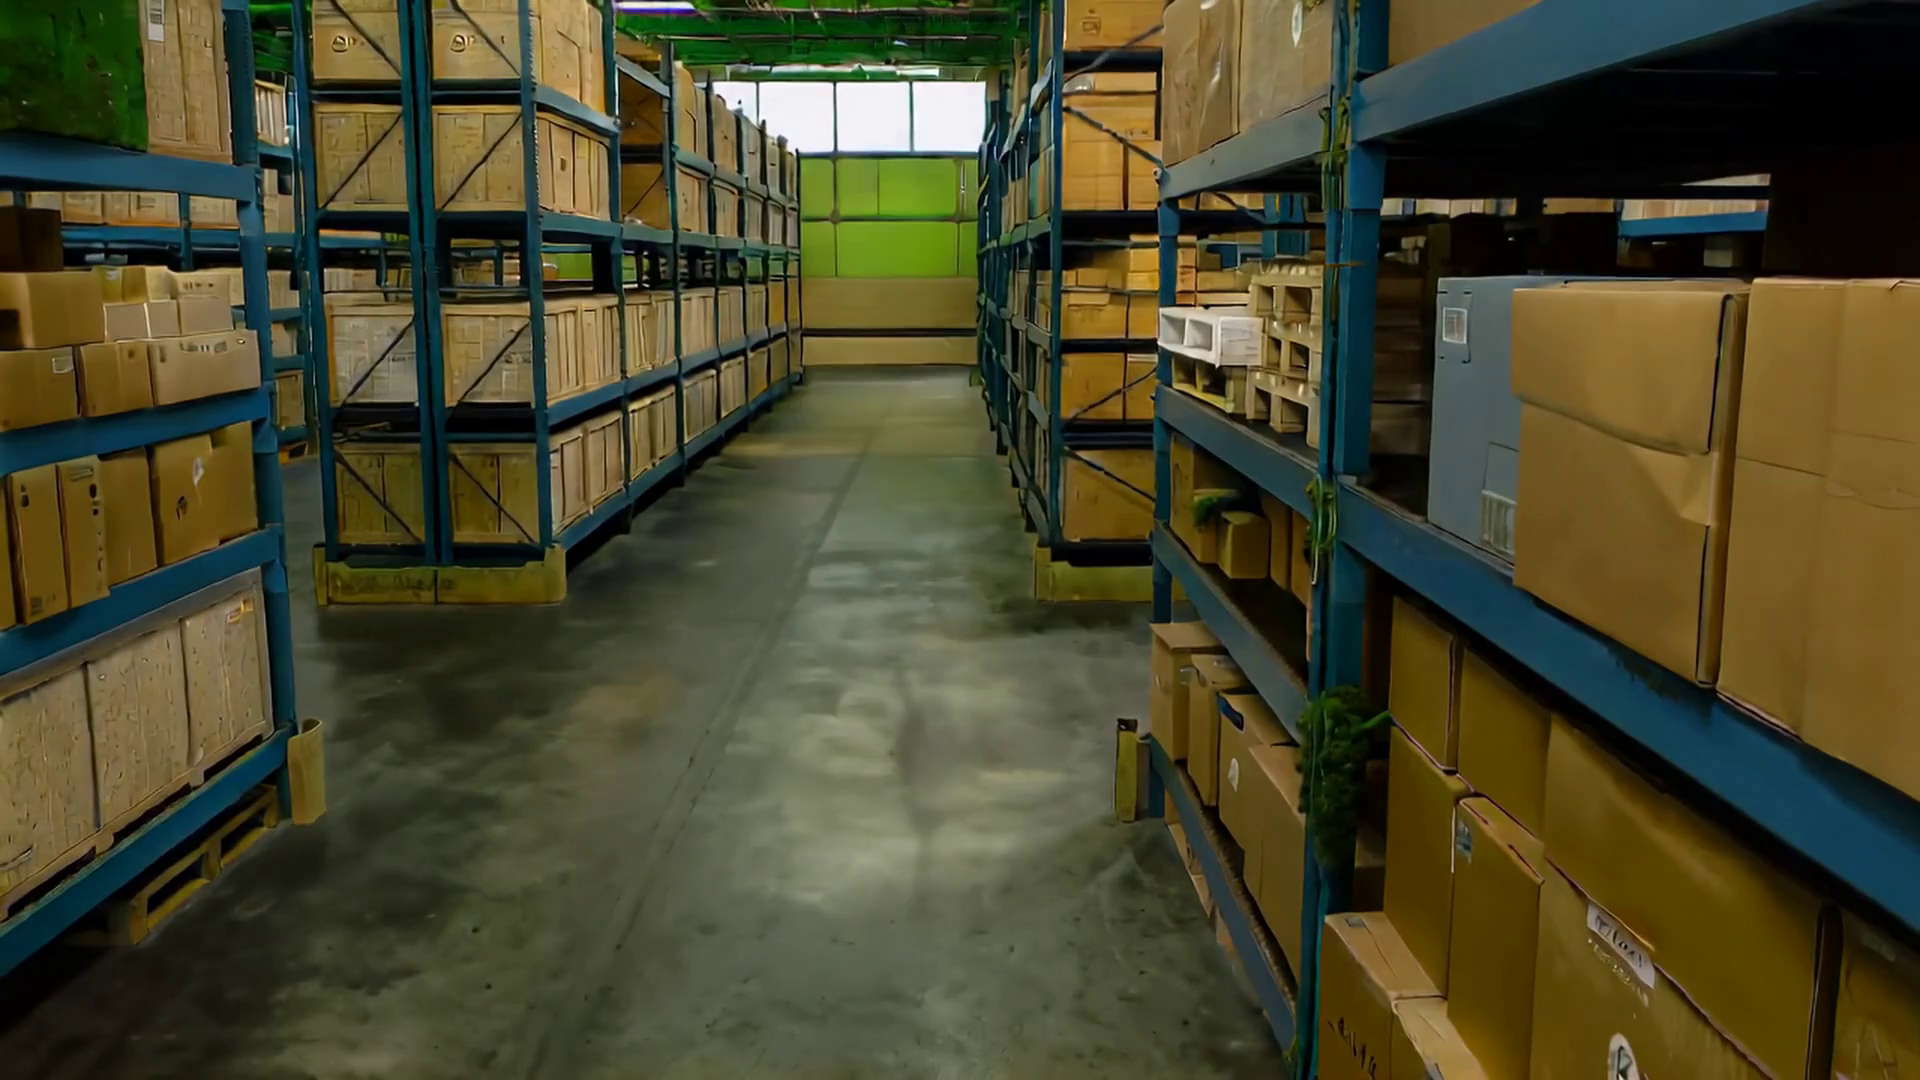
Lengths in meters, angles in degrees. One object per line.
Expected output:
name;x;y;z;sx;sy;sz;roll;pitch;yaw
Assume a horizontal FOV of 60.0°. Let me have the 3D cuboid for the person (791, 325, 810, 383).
person;-4.248;-4.971;43.885;0.723;1.717;0.502;-1;9;-4
